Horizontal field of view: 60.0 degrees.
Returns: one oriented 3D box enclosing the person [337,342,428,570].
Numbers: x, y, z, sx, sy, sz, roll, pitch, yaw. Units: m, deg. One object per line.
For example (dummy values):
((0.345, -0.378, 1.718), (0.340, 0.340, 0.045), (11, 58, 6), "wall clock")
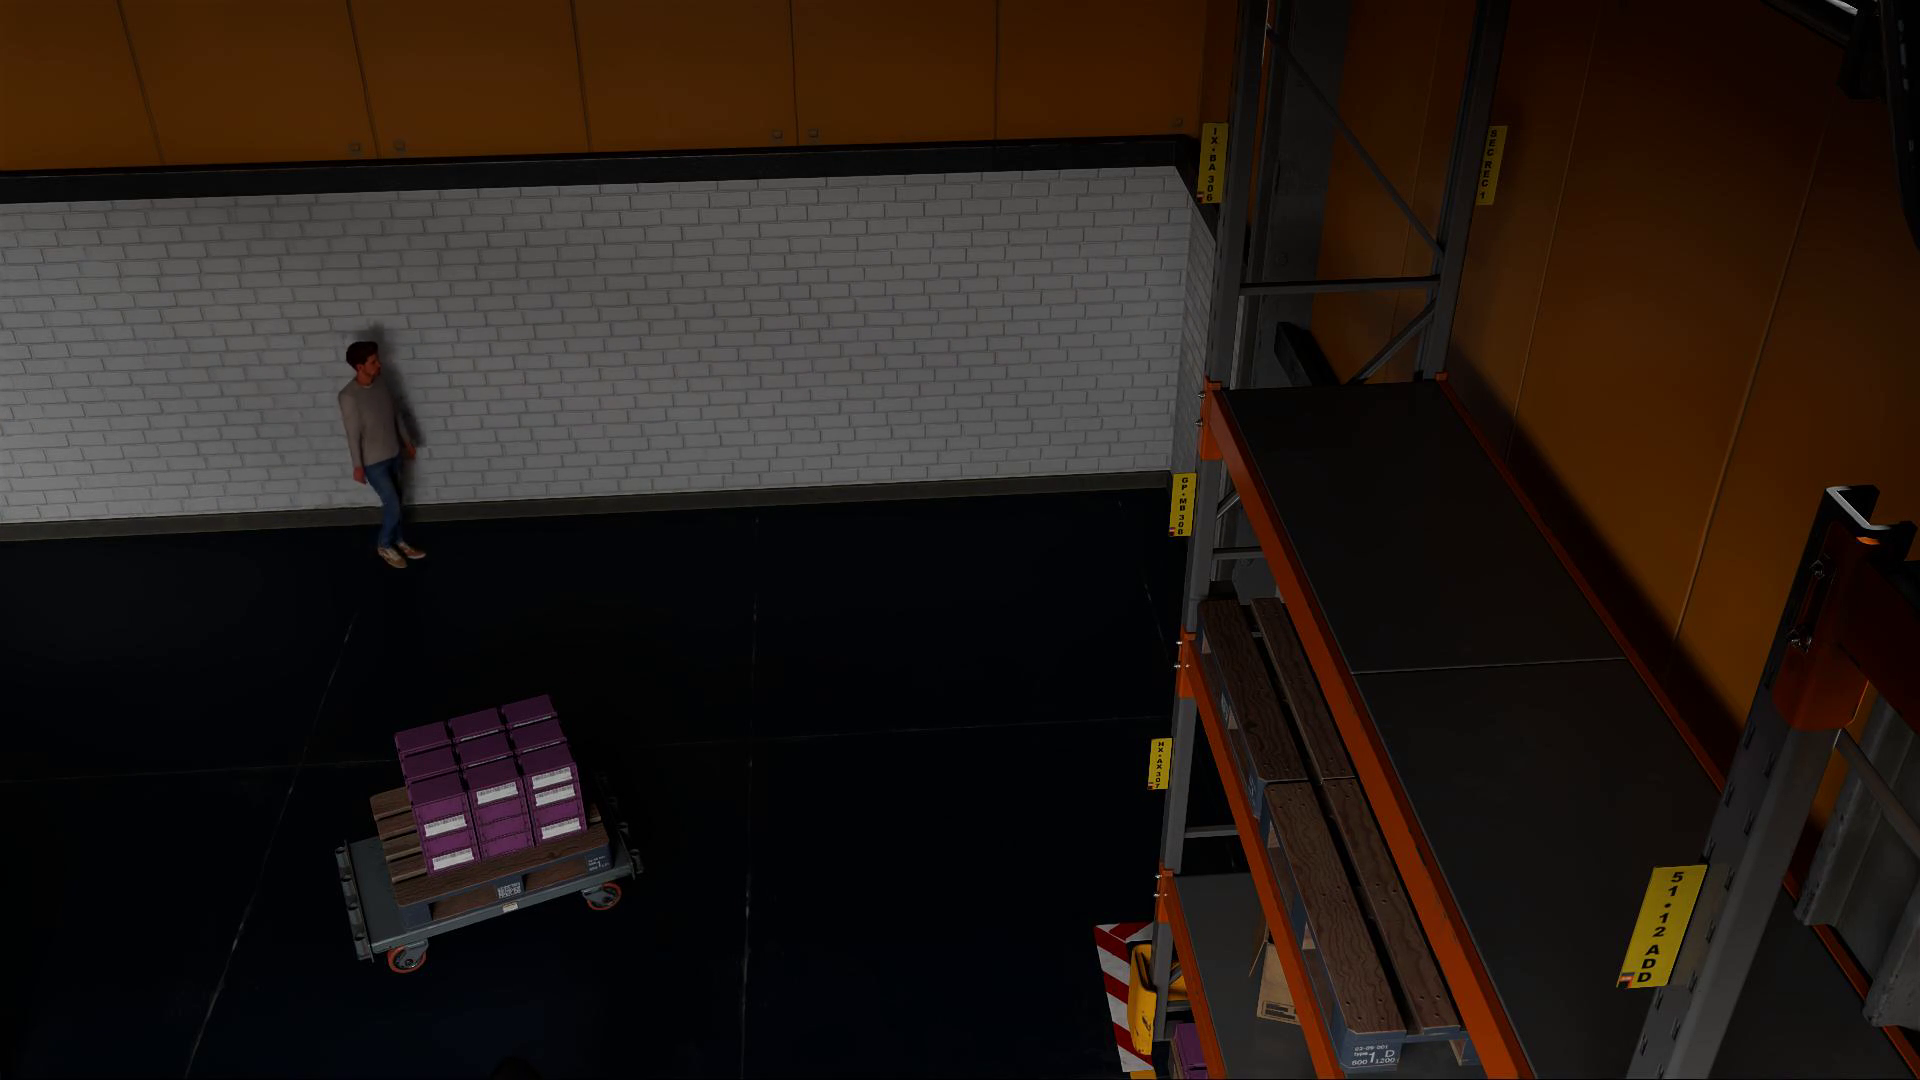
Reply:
((-4.476, -0.650, 12.625), (0.846, 1.891, 0.692), (10, 35, 14), "person")
